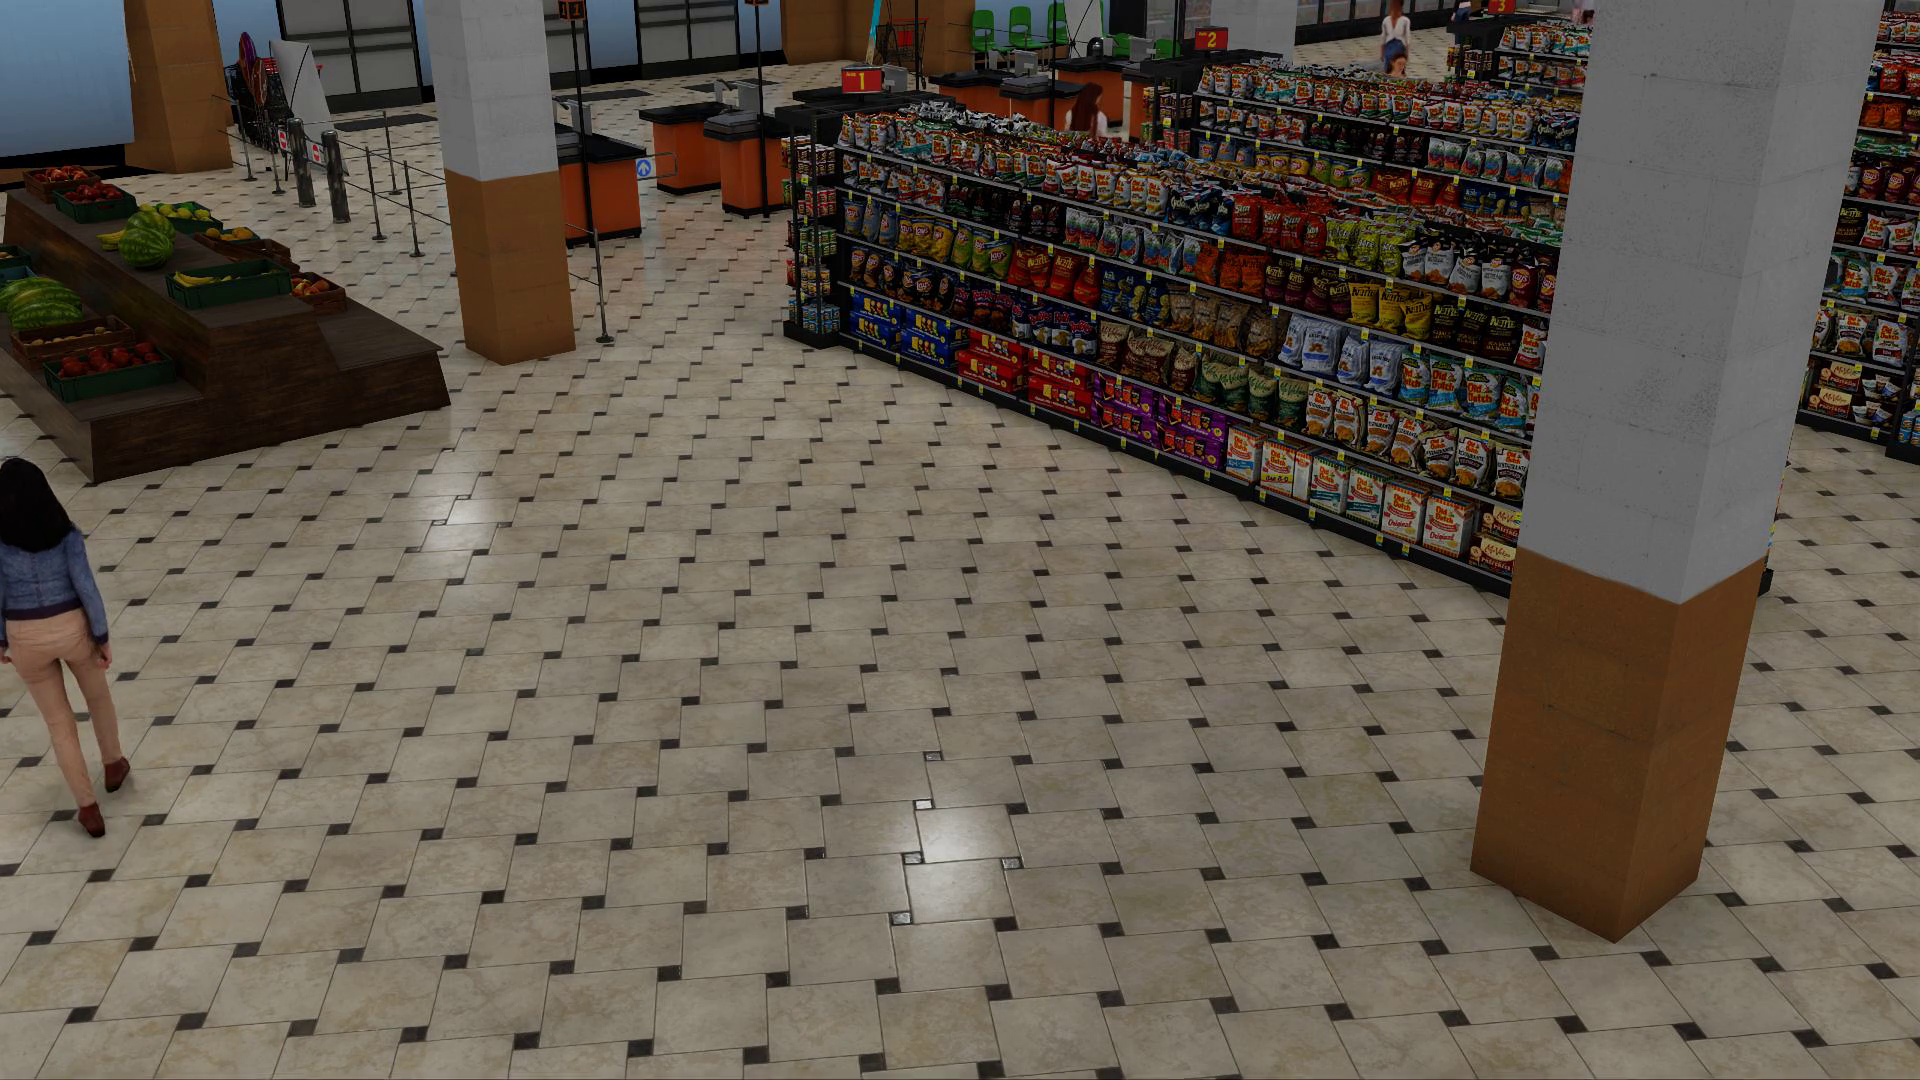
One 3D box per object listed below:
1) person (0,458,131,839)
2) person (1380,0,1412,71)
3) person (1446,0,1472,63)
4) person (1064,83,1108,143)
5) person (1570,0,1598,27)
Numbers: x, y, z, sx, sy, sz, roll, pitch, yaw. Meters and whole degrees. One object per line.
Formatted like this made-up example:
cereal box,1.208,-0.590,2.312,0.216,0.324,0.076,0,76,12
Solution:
person,-3.969,0.513,7.304,0.691,1.758,0.854,-14,27,-29
person,6.676,-7.474,25.622,0.972,1.704,0.797,17,29,34
person,9.242,-9.708,30.624,0.598,1.787,0.553,-14,27,-30
person,1.258,-3.808,17.238,1.086,1.710,1.168,0,24,-1
person,10.595,-8.648,28.217,1.000,1.775,1.323,-8,25,-17
